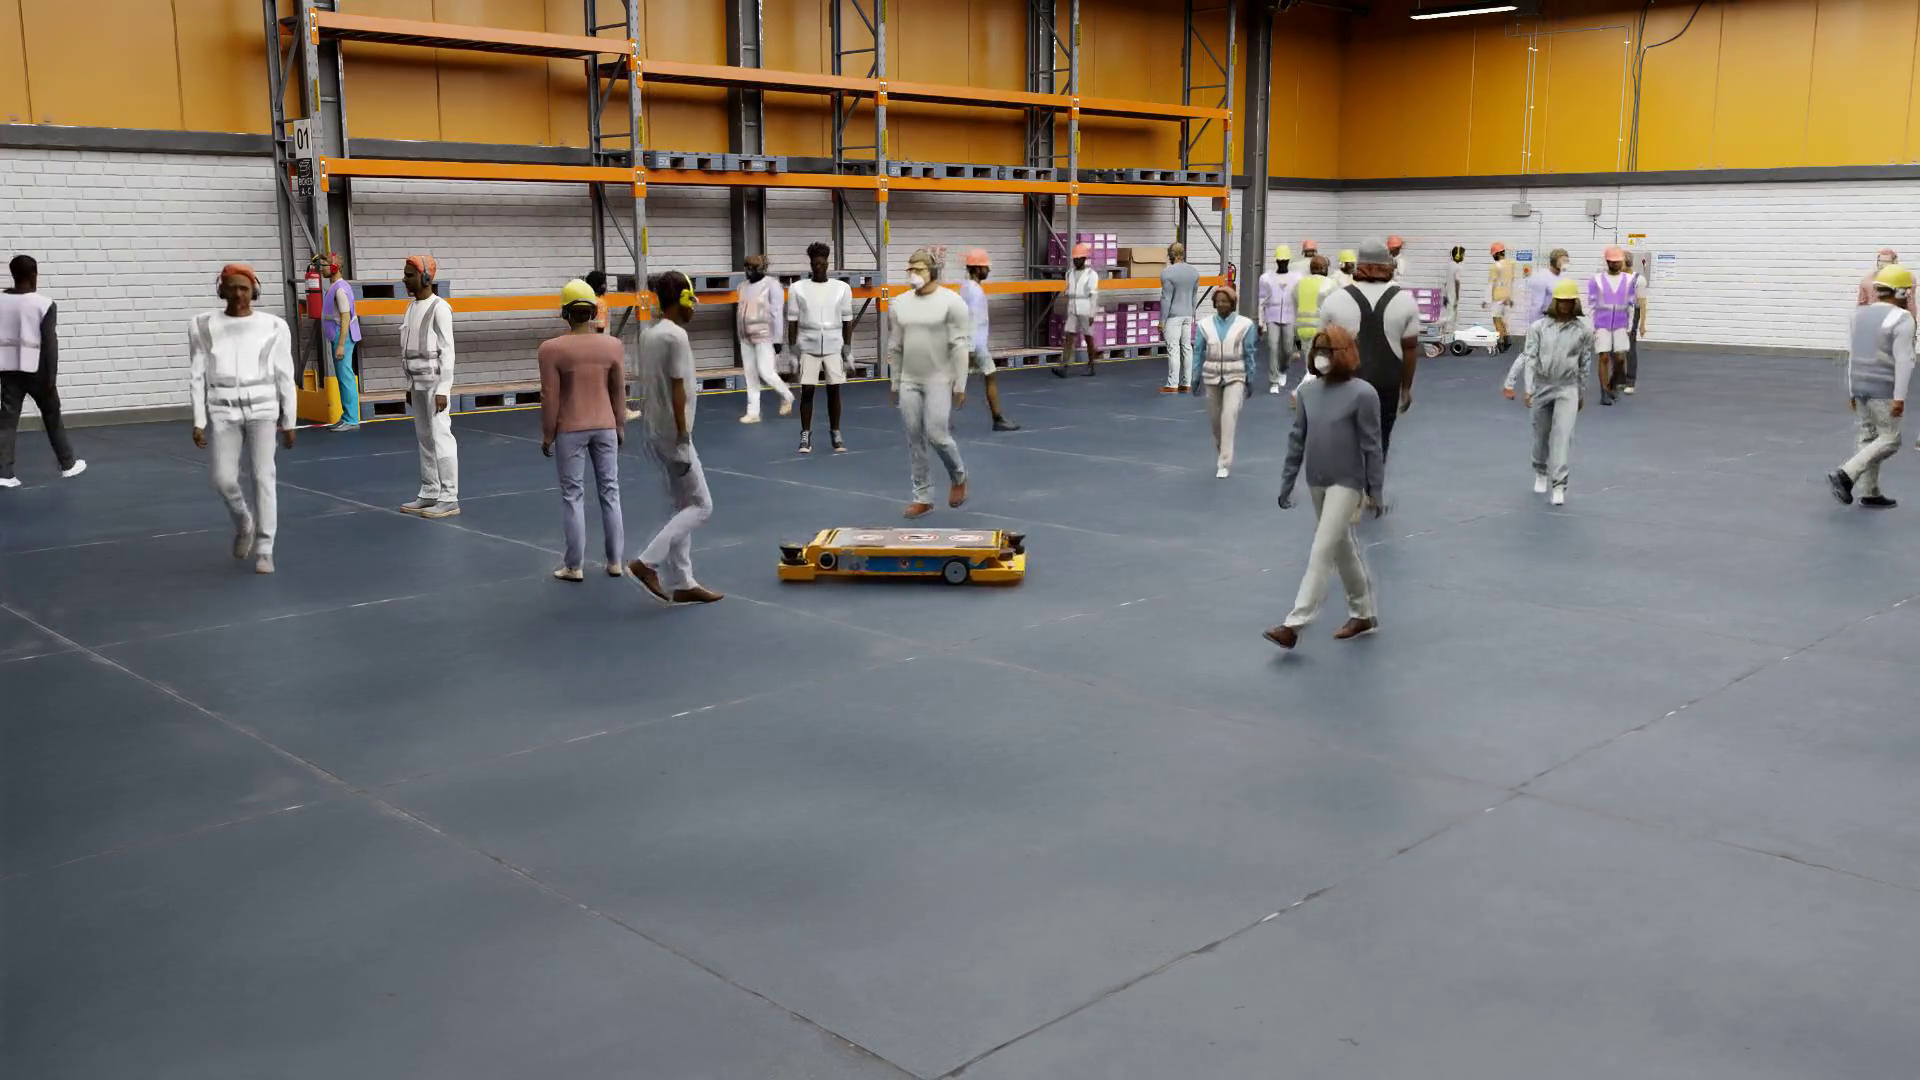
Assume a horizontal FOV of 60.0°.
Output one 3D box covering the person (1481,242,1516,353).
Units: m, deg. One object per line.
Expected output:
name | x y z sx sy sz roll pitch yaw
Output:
person | 9.328 -4.183 28.726 0.574 1.899 0.461 -7 13 -35

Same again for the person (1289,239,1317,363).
person | 5.466 -3.762 26.252 0.623 1.973 0.764 3 11 15

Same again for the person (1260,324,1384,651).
person | 1.774 -0.254 8.134 0.865 1.584 0.523 -7 12 -32

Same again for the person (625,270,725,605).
person | -1.576 -0.542 9.051 0.461 1.835 0.578 -6 12 -28

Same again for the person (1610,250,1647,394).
person | 8.528 -2.779 21.286 0.434 1.828 0.611 -6 12 -29

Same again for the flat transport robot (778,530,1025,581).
flat transport robot | -0.330 0.079 9.942 1.431 0.197 0.652 0 10 2

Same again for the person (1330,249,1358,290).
person | 5.486 -3.232 23.768 0.624 1.816 0.424 -9 14 -41

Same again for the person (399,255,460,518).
person | -3.845 -1.106 12.008 0.356 1.883 0.574 -10 14 -43

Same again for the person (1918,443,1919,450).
person | 9.170 -1.652 15.143 0.538 1.819 0.961 -2 11 -12

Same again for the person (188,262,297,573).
person | -4.285 -0.726 9.974 0.599 1.865 0.427 -3 11 -16

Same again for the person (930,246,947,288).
person | -0.360 -2.946 22.063 0.548 1.882 0.639 -4 11 -23

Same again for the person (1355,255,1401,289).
person | 4.563 -2.209 18.225 0.512 1.809 0.654 -6 12 -29

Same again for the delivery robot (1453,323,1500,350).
delivery robot | 8.658 -3.397 27.868 0.707 0.478 0.477 6 12 30

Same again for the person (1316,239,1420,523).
person | 2.906 -1.180 11.976 0.699 2.000 1.004 1 10 8

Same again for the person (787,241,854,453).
person | -1.301 -1.790 15.512 0.610 1.964 0.363 -2 11 -10

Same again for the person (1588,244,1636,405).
person | 7.765 -2.564 19.856 0.543 1.920 0.447 2 11 11

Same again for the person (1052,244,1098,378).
person | 1.676 -3.231 23.583 0.573 1.881 0.994 7 13 34

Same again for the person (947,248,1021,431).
person | 0.115 -2.052 17.148 0.970 1.896 0.556 -2 11 -13

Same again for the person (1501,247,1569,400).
person | 7.054 -2.628 20.345 0.651 1.893 0.862 -8 13 -37

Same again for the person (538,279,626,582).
person | -2.210 -0.636 9.766 0.525 1.769 0.311 -7 12 -33

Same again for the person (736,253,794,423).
person | -2.141 -2.184 18.040 0.628 1.832 0.564 8 13 37

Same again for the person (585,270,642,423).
person | -3.855 -2.037 17.708 0.890 1.643 0.543 -9 14 -42

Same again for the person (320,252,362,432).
person | -6.392 -2.039 17.190 0.390 1.847 0.563 -5 11 -25

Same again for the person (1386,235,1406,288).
person | 7.704 -4.351 29.328 0.575 2.022 0.603 0 10 -2

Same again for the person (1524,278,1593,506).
person | 4.585 -1.159 12.793 0.481 1.703 0.898 3 11 18

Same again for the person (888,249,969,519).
person | -0.214 -1.116 11.939 0.627 1.928 0.501 6 12 31

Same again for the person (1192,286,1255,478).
person | 2.256 -1.364 14.171 0.526 1.612 0.769 4 11 20

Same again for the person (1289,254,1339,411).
person | 3.993 -2.322 18.859 0.792 1.816 0.633 -9 13 -39

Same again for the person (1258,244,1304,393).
person | 4.150 -2.862 21.535 0.591 1.910 0.655 1 10 5

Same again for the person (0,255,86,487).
person | -7.632 -1.385 13.598 0.610 1.863 1.022 0 10 -2

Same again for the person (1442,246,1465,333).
person | 8.913 -4.427 30.274 0.844 1.836 0.535 -2 10 -8

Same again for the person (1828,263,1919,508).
person | 6.697 -1.112 12.211 0.590 1.819 0.599 -2 11 -10

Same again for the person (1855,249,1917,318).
person | 11.506 -2.686 20.729 0.865 1.852 0.668 -8 13 -39

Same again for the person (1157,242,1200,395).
person | 2.765 -2.817 21.200 0.628 1.935 0.373 -8 13 -38
